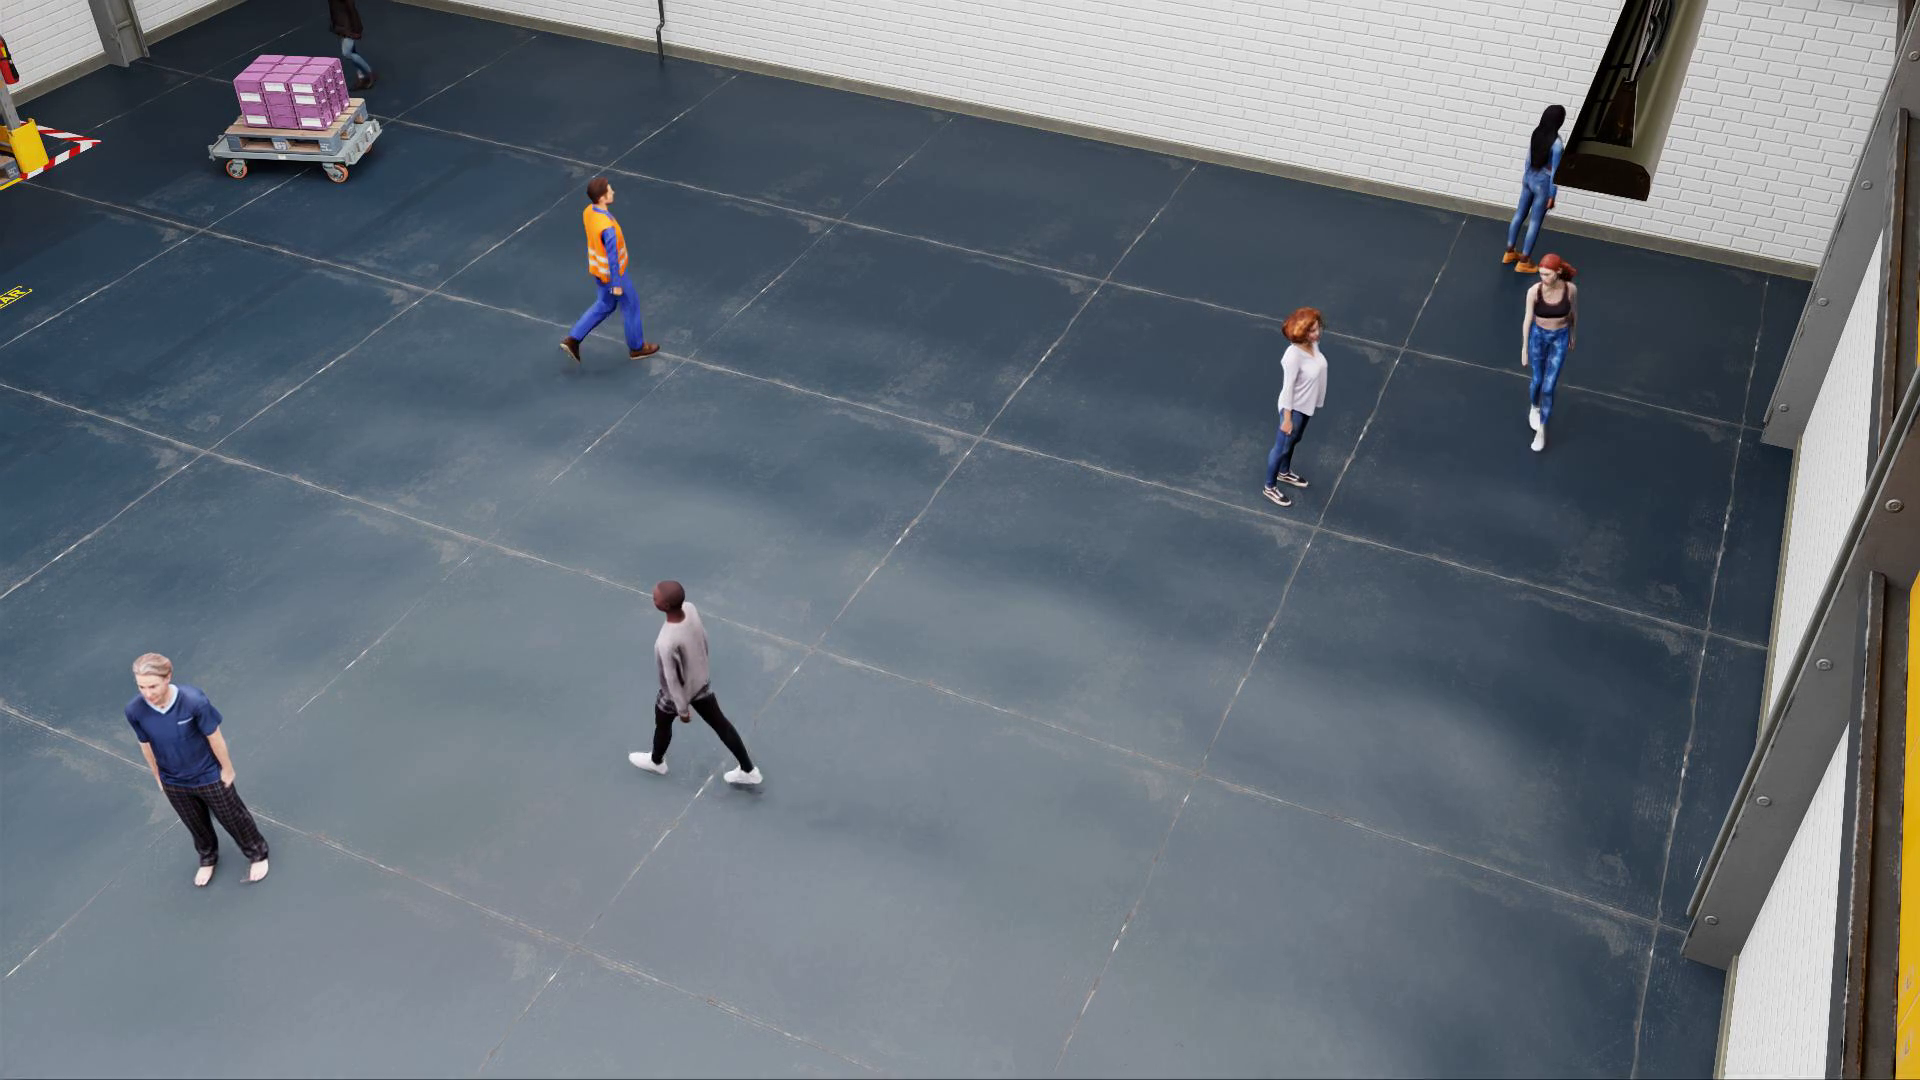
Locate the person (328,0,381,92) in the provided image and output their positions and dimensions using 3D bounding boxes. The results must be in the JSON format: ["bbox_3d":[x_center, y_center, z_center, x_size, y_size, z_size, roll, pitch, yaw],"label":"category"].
[{"bbox_3d":[-7.209,-6.135,19.740,0.782,1.623,0.744,-26,45,-28],"label":"person"}]

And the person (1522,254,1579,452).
[{"bbox_3d":[4.962,-1.640,14.026,0.731,1.730,0.913,3,39,4],"label":"person"}]

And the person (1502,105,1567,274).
[{"bbox_3d":[5.663,-3.460,16.321,0.741,1.712,0.680,-13,40,-15],"label":"person"}]

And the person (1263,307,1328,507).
[{"bbox_3d":[2.687,-1.107,13.373,0.735,1.713,0.600,23,44,26],"label":"person"}]

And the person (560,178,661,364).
[{"bbox_3d":[-3.205,-2.344,14.821,1.248,1.840,1.073,-21,43,-25],"label":"person"}]

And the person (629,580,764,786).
[{"bbox_3d":[-1.675,0.965,10.766,0.741,1.728,1.130,13,40,15],"label":"person"}]

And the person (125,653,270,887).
[{"bbox_3d":[-4.669,1.390,10.121,0.733,1.868,0.732,-4,39,-5],"label":"person"}]
